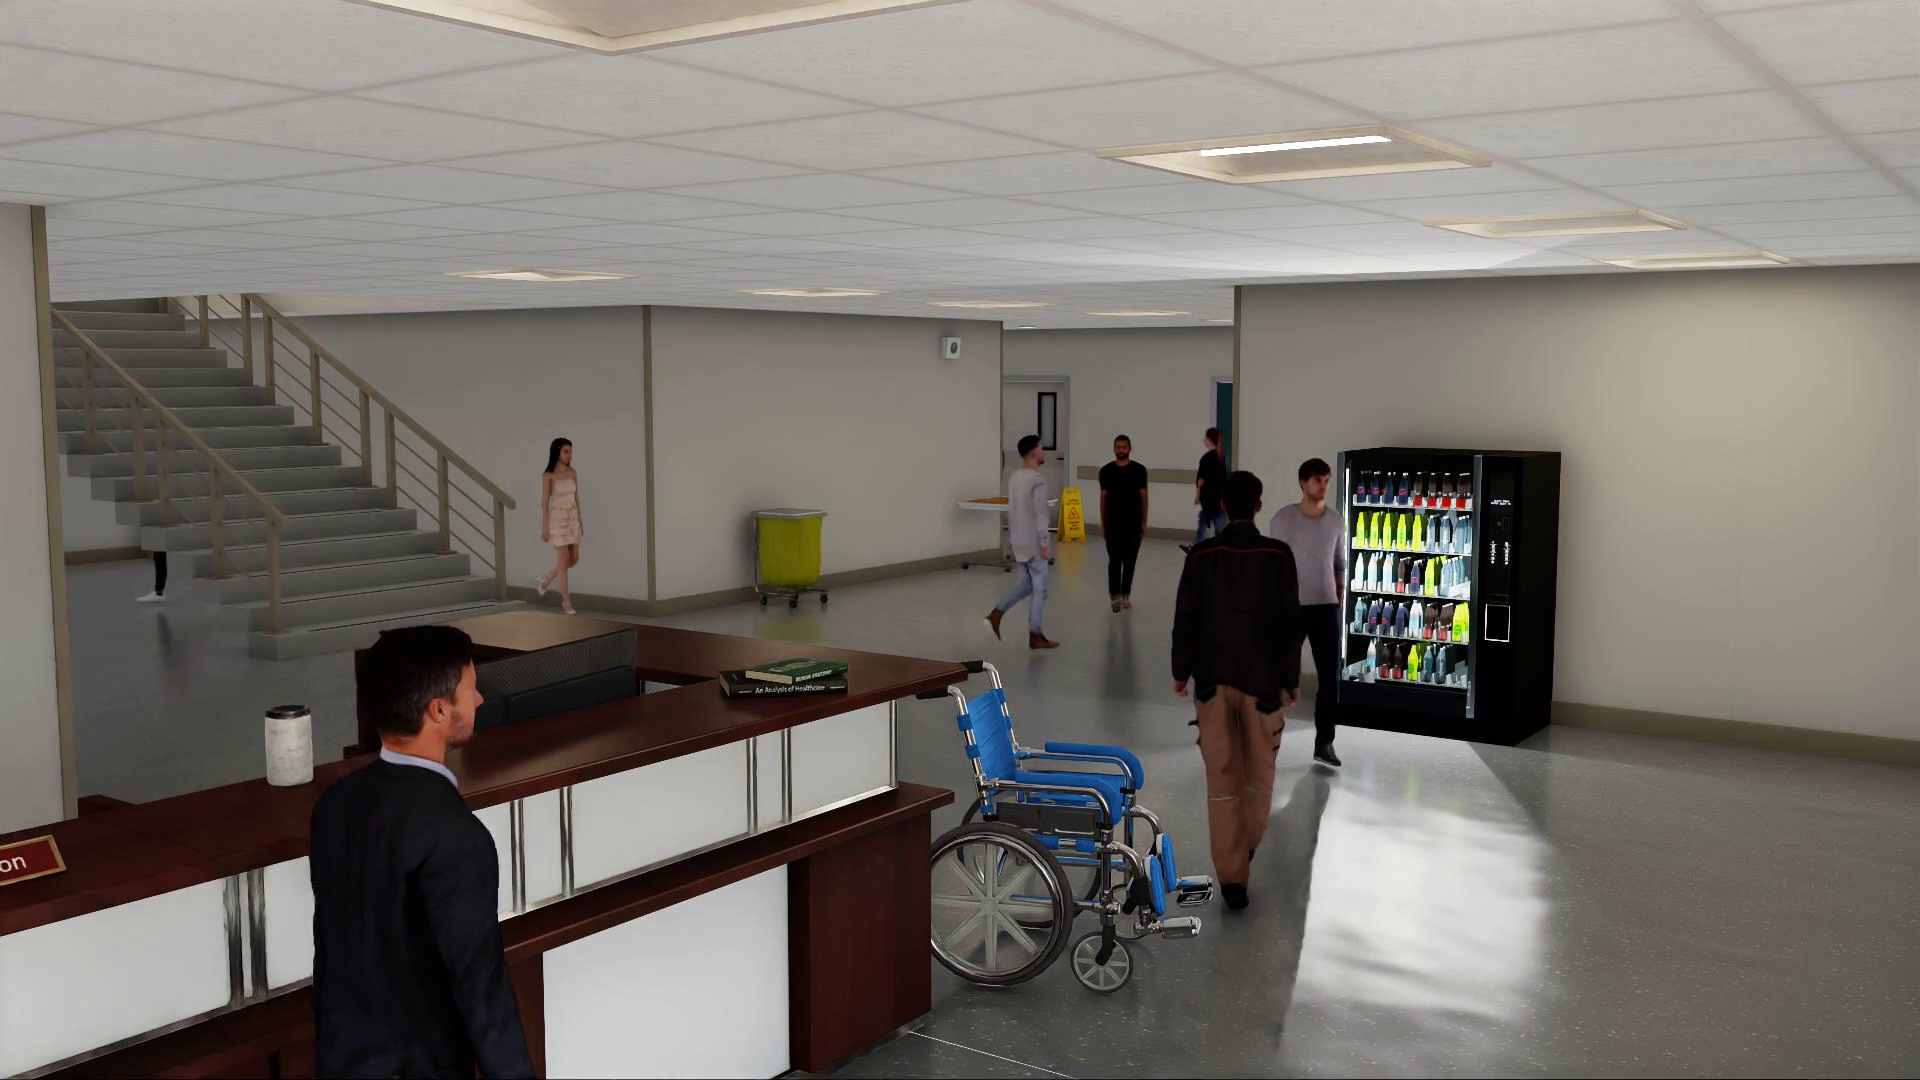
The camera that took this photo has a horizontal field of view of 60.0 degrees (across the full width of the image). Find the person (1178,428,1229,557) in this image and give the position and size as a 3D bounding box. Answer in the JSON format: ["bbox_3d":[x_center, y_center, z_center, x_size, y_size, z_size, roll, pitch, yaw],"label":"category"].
[{"bbox_3d":[3.136,-0.487,20.098,1.110,1.640,0.679,5,8,41],"label":"person"}]

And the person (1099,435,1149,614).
[{"bbox_3d":[1.605,-0.131,16.221,1.150,1.709,1.078,0,6,2],"label":"person"}]

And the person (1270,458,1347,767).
[{"bbox_3d":[2.071,0.425,10.132,1.102,1.820,1.147,-1,6,-9],"label":"person"}]

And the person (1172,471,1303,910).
[{"bbox_3d":[1.224,0.672,7.313,1.195,1.894,1.137,0,6,4],"label":"person"}]

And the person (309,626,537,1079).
[{"bbox_3d":[-1.134,1.106,3.197,0.643,1.853,0.746,5,7,39],"label":"person"}]

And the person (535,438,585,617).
[{"bbox_3d":[-3.888,-0.118,16.045,0.815,1.718,0.580,4,7,35],"label":"person"}]

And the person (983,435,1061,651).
[{"bbox_3d":[0.526,0.039,13.964,0.987,1.821,0.991,-3,6,-26],"label":"person"}]
